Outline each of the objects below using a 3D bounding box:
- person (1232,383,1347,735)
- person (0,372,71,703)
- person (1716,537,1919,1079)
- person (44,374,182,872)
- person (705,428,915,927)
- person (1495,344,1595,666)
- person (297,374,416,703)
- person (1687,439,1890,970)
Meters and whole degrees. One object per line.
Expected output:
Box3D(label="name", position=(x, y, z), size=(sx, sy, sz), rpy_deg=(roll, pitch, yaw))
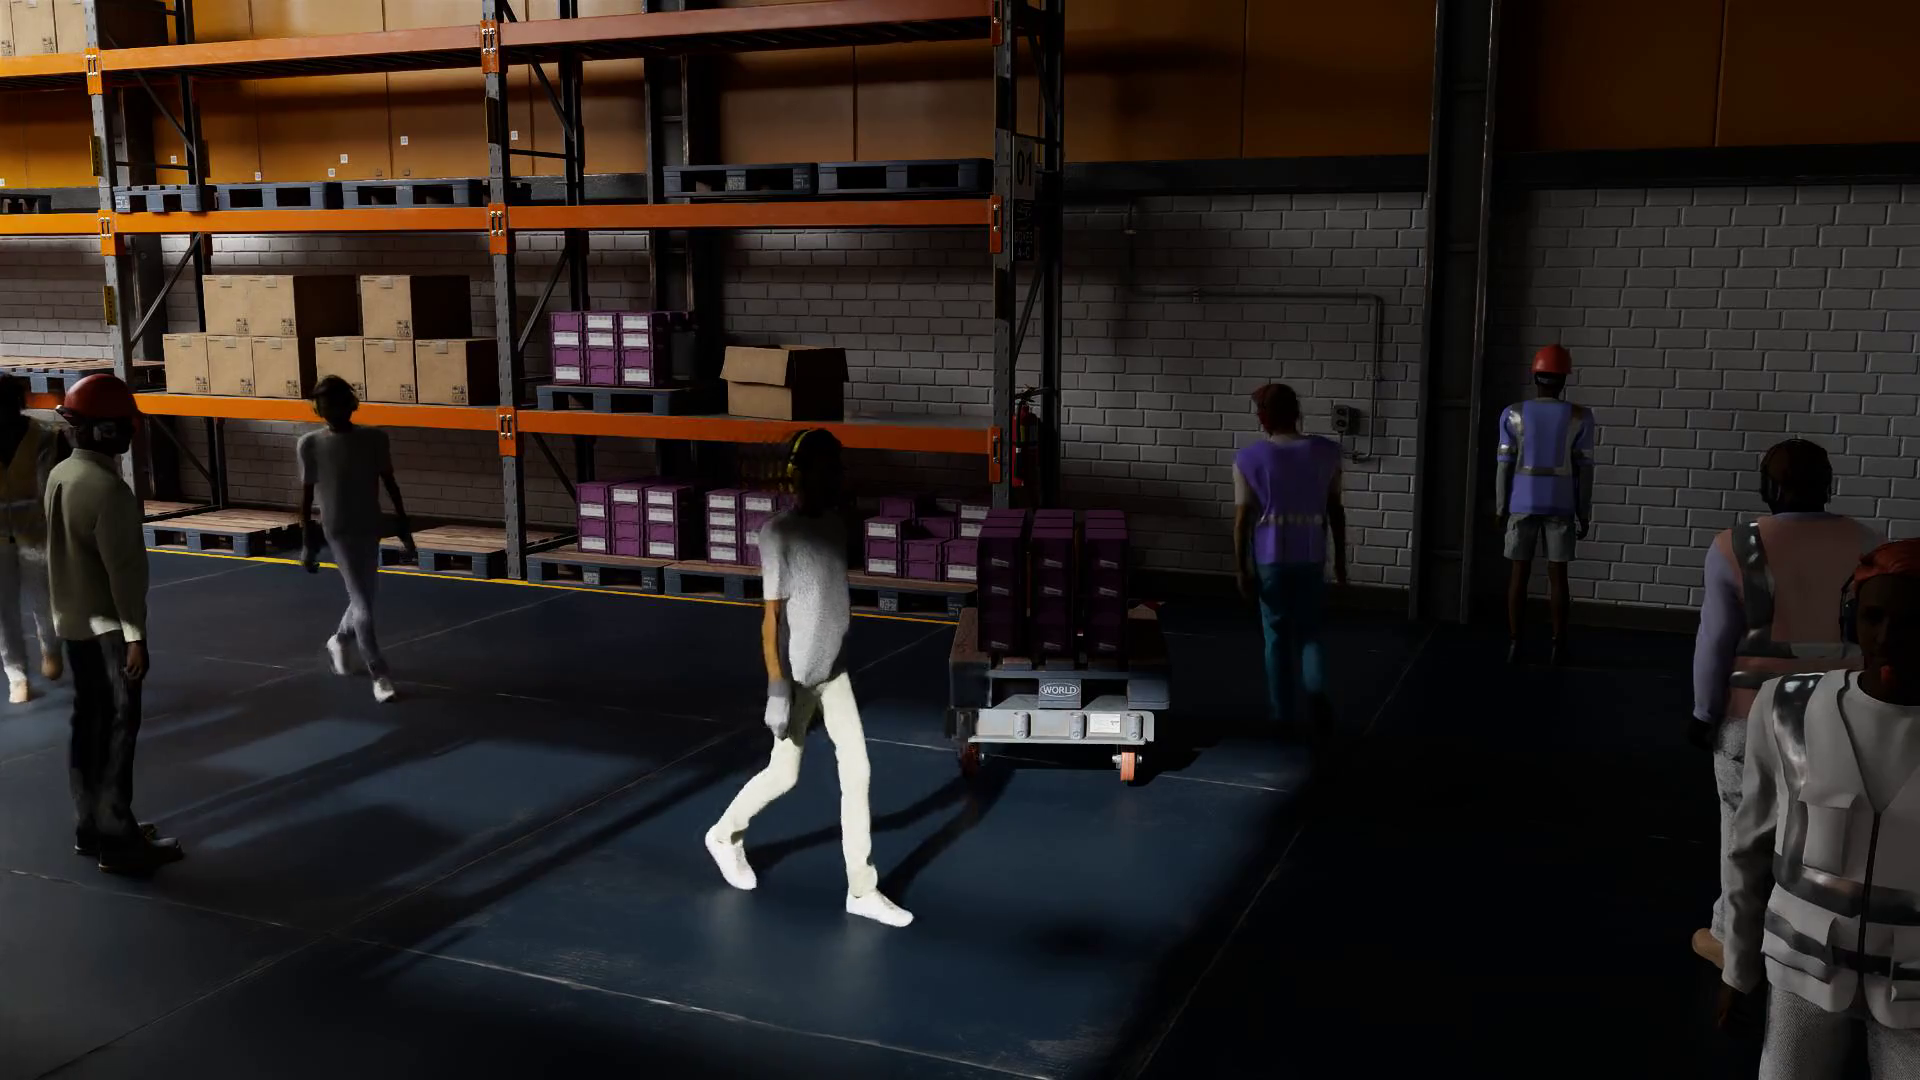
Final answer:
Box3D(label="person", position=(1.675, 0.116, 8.441), size=(0.622, 1.814, 0.464), rpy_deg=(0, 9, -3))
Box3D(label="person", position=(-5.254, -0.020, 9.231), size=(0.629, 1.828, 0.477), rpy_deg=(-5, 11, -27))
Box3D(label="person", position=(1.853, 0.926, 3.400), size=(0.575, 1.882, 0.355), rpy_deg=(7, 12, 36))
Box3D(label="person", position=(-3.413, 0.329, 6.688), size=(0.608, 1.987, 0.404), rpy_deg=(8, 12, 40))
Box3D(label="person", position=(-0.604, 0.488, 6.187), size=(0.910, 1.835, 0.525), rpy_deg=(7, 12, 34))
Box3D(label="person", position=(3.515, -0.209, 10.033), size=(0.552, 1.935, 0.366), rpy_deg=(3, 10, 20))
Box3D(label="person", position=(-3.439, -0.046, 9.425), size=(0.581, 1.815, 0.936), rpy_deg=(-7, 12, -38))
Box3D(label="person", position=(2.788, 0.574, 5.649), size=(0.622, 1.838, 0.429), rpy_deg=(1, 9, 3))
